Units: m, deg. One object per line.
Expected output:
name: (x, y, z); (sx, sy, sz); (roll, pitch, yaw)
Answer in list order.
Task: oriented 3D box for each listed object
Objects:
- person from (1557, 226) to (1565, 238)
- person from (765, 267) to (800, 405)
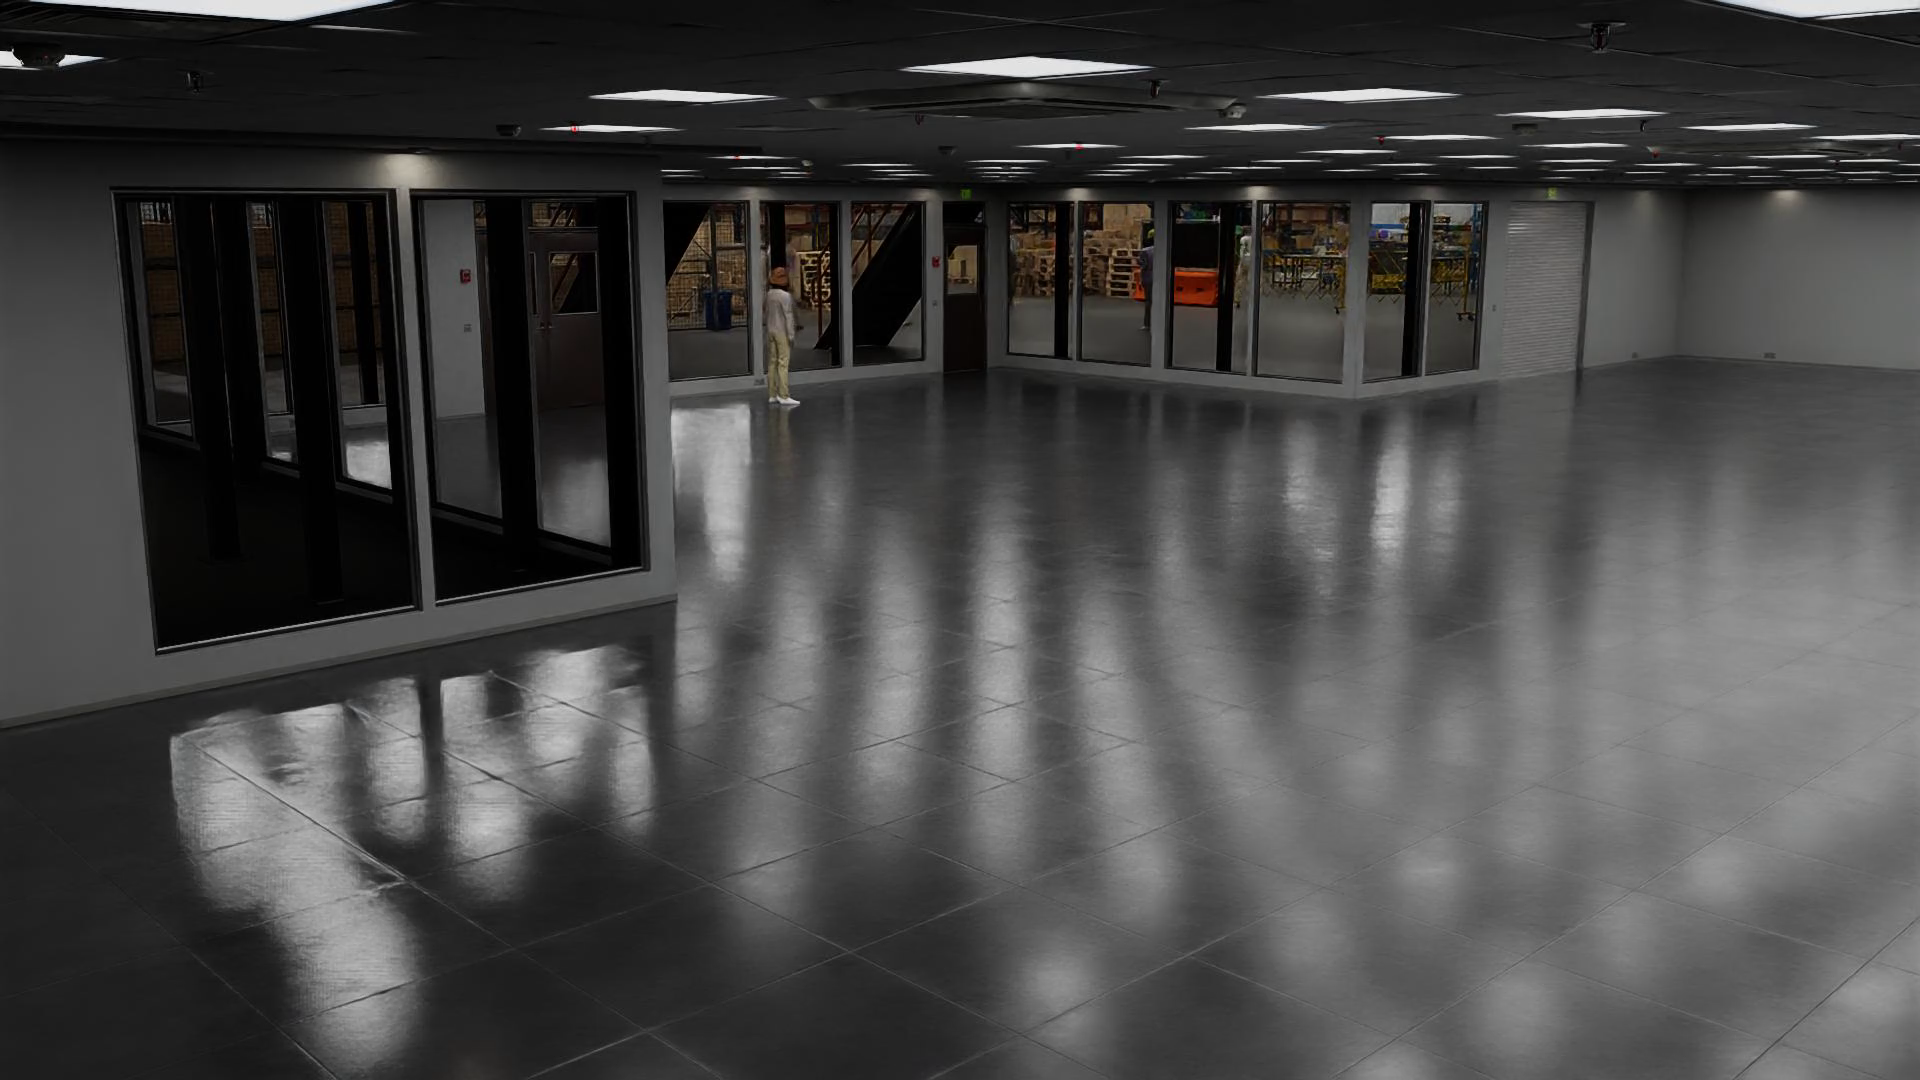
person: (27.896, -13.974, 77.004); (0.679, 1.892, 0.427); (-6, 13, -28)
person: (-2.134, -2.427, 19.809); (0.283, 1.633, 0.500); (-9, 14, -39)
